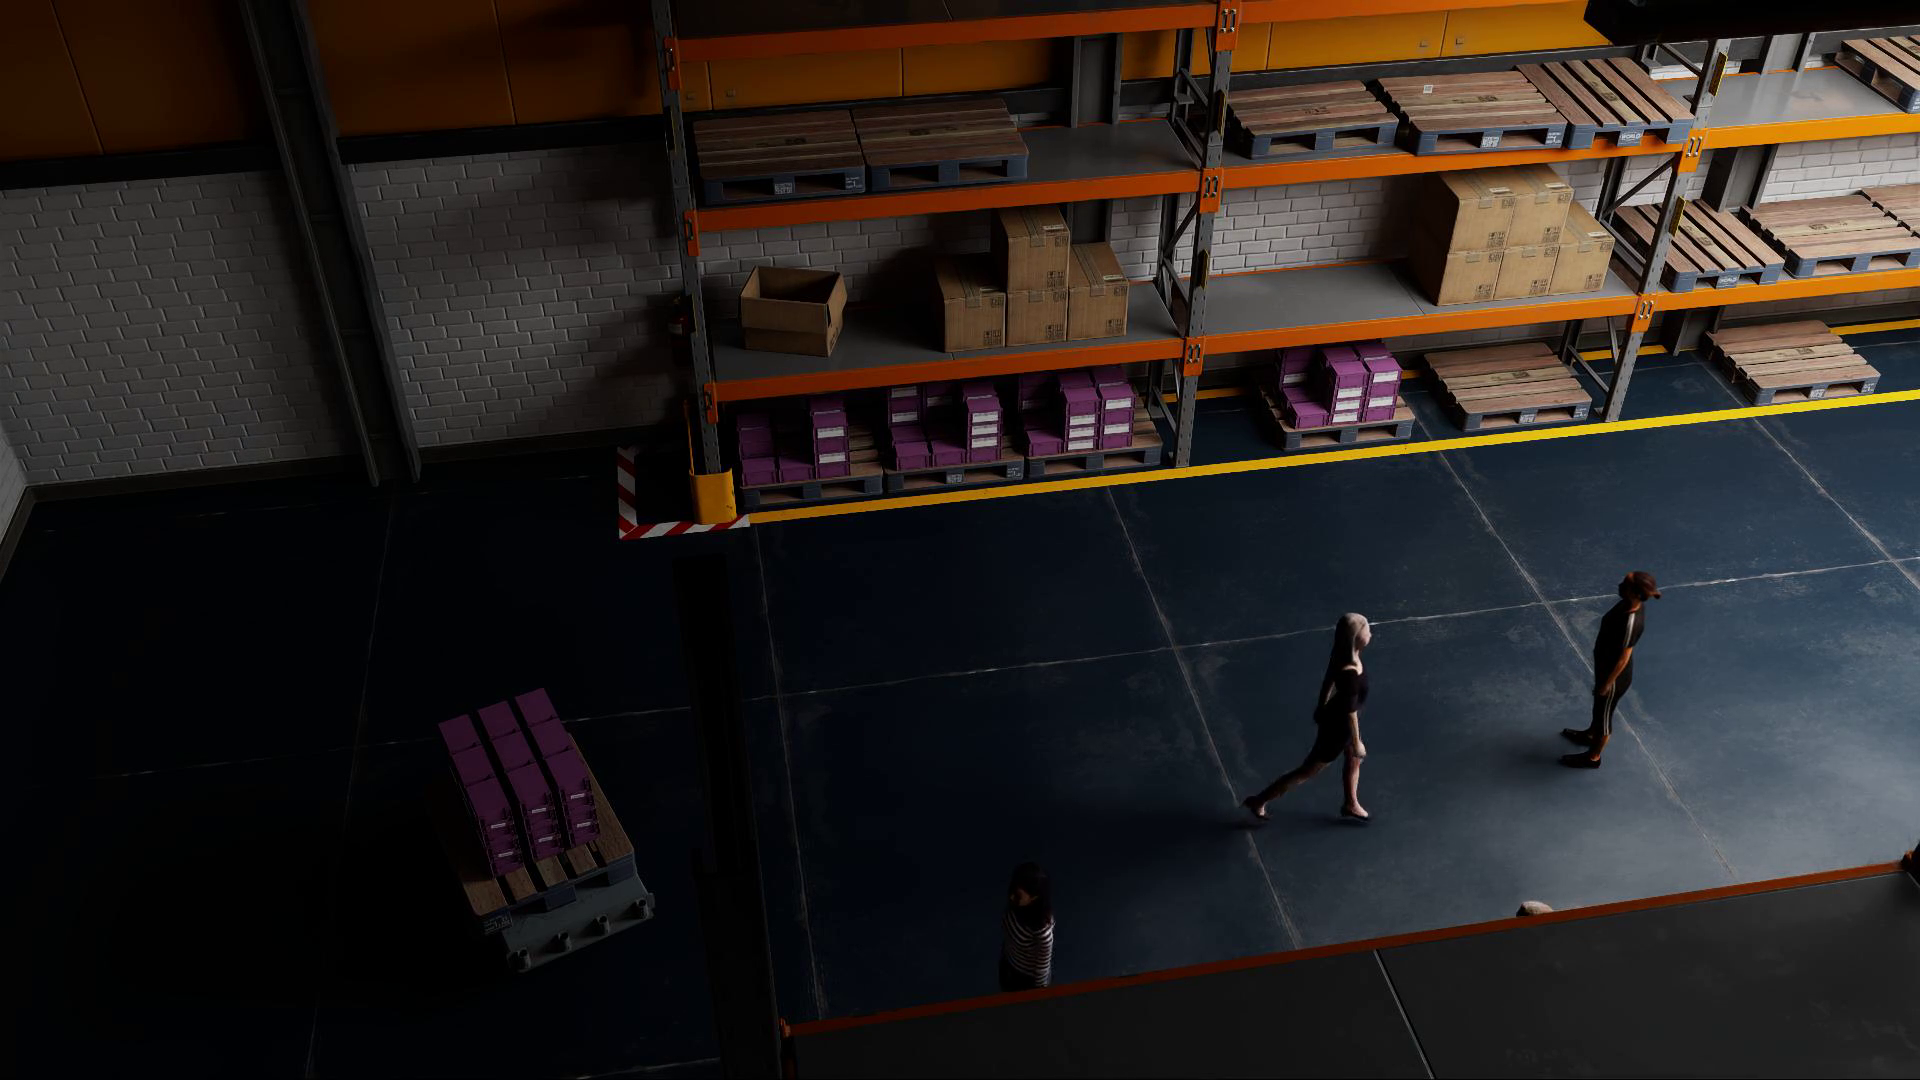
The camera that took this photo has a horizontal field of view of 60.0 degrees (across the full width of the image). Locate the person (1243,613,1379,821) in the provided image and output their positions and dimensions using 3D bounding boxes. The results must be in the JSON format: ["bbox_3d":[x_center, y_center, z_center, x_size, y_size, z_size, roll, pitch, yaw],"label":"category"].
[{"bbox_3d":[2.316,1.218,10.670,1.196,1.792,0.786,3,39,4],"label":"person"}]

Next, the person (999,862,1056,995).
[{"bbox_3d":[0.434,2.380,9.225,1.019,1.779,0.762,-18,42,-21],"label":"person"}]

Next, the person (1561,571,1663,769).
[{"bbox_3d":[4.411,0.860,11.218,0.676,1.668,0.663,13,40,16],"label":"person"}]
